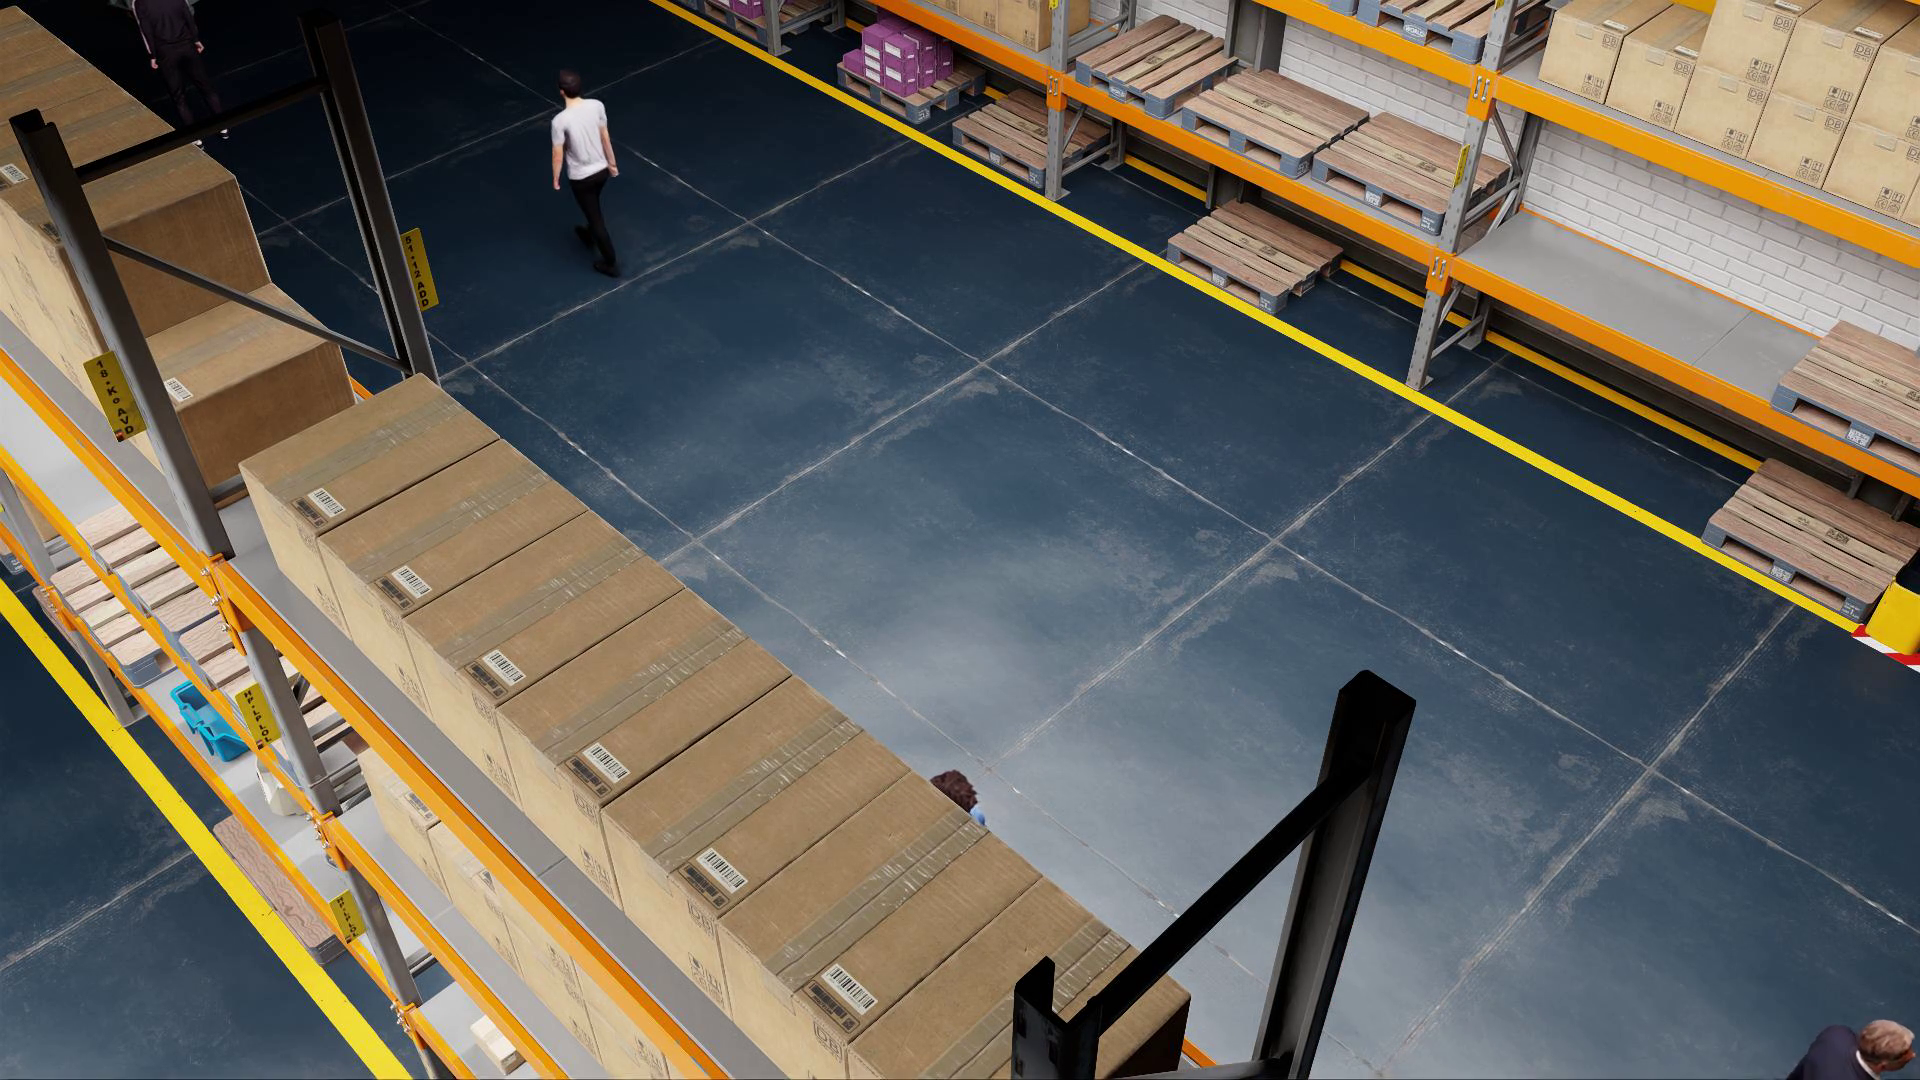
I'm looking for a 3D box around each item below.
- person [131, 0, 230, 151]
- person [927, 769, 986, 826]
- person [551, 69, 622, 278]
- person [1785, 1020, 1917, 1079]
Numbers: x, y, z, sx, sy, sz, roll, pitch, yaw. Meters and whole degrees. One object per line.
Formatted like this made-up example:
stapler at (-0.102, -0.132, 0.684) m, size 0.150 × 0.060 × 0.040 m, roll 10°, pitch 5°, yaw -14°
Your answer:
person at (-7.386, -4.579, 15.681) m, size 0.567 × 1.834 × 0.682 m, roll 32°, pitch 52°, yaw 29°
person at (-0.057, 1.884, 8.914) m, size 0.580 × 1.811 × 0.676 m, roll 32°, pitch 52°, yaw 29°
person at (-3.094, -3.060, 14.082) m, size 0.990 × 1.840 × 0.717 m, roll 32°, pitch 52°, yaw 29°
person at (4.017, 2.788, 7.973) m, size 0.967 × 1.798 × 0.910 m, roll 8°, pitch 44°, yaw 8°
